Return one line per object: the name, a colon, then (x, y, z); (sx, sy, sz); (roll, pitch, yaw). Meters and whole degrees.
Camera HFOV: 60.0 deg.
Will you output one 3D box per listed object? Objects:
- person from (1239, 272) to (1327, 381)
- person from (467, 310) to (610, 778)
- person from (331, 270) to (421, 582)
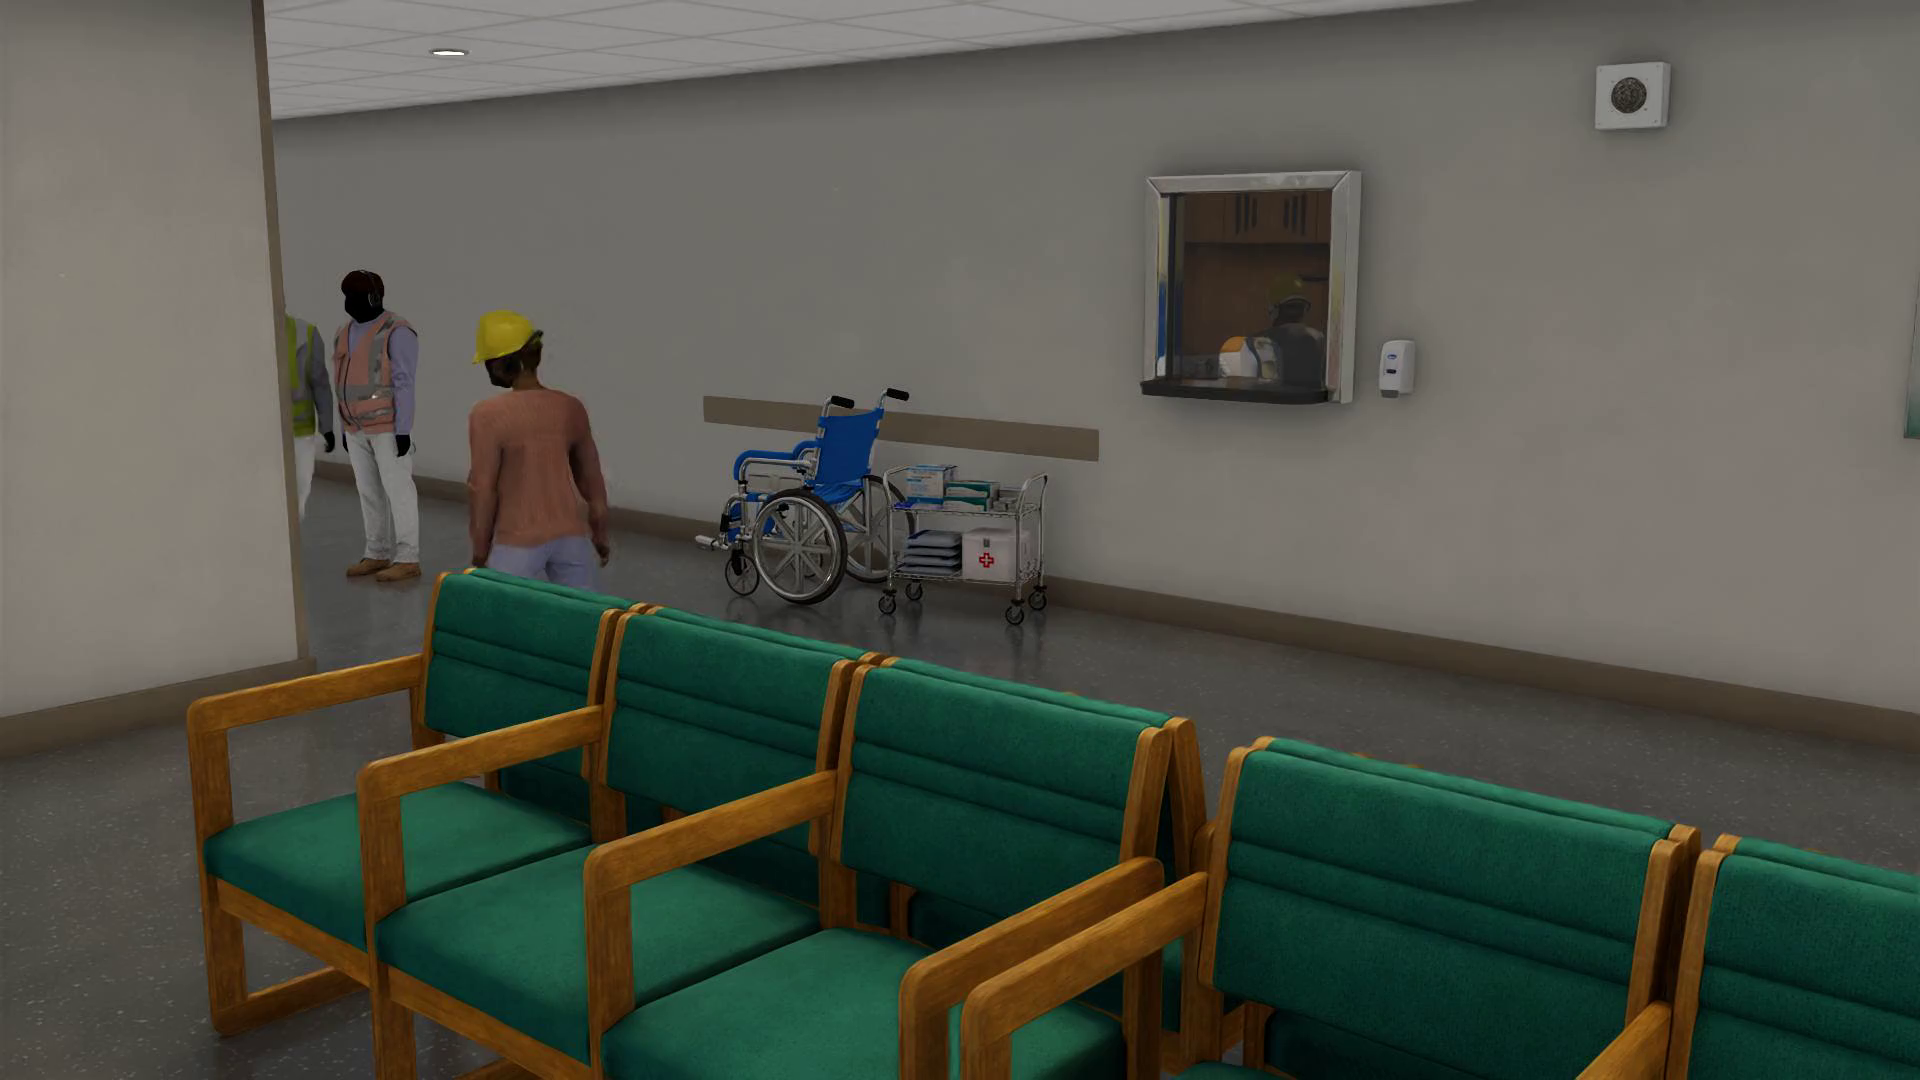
person: (1.812, -0.567, 9.267); (0.595, 1.824, 0.404); (-2, 10, -10)
person: (-1.561, -0.006, 6.359); (0.348, 1.733, 0.767); (7, 12, 36)
person: (-3.459, -0.669, 9.834); (0.619, 1.836, 0.431); (6, 12, 30)
